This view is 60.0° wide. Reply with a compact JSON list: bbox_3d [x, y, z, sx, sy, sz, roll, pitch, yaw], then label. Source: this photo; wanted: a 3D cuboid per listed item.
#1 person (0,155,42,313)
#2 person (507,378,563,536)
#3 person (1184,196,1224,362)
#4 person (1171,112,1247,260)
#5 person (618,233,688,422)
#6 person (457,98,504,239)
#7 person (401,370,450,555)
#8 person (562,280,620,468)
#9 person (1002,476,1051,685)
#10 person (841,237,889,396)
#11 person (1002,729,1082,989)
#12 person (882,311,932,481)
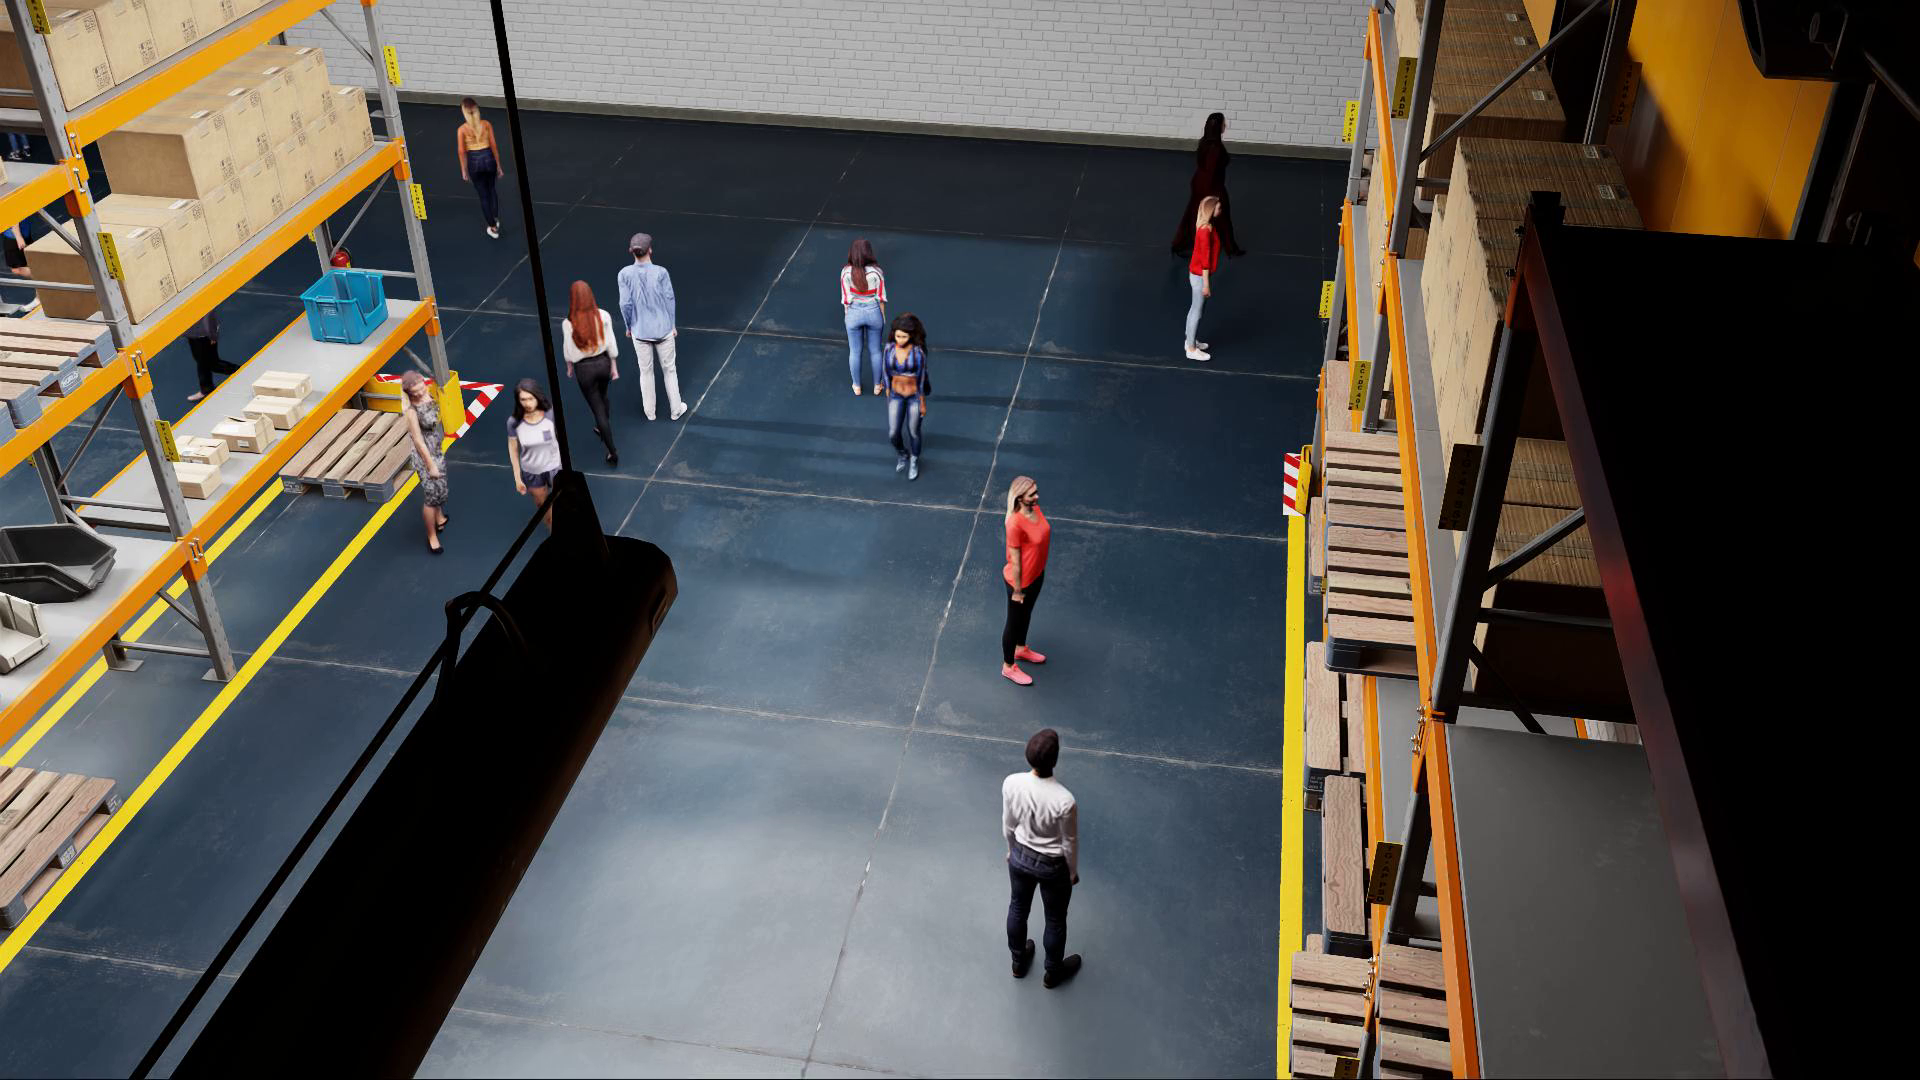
[{"bbox_3d":[-9.784,-3.264,17.413,0.940,1.856,0.898,-15,36,-21],"label":"person"},{"bbox_3d":[-3.400,-0.607,13.584,0.849,1.669,1.113,-7,34,-10],"label":"person"},{"bbox_3d":[2.410,-2.629,16.594,0.693,1.704,0.468,3,34,4],"label":"person"},{"bbox_3d":[2.660,-3.863,18.451,0.941,1.703,1.097,-4,34,-6],"label":"person"},{"bbox_3d":[-2.859,-1.972,15.441,0.695,1.888,0.638,-1,34,-1],"label":"person"},{"bbox_3d":[-5.465,-4.249,19.112,0.765,1.615,0.824,-19,38,-26],"label":"person"},{"bbox_3d":[-4.424,-0.731,13.766,0.848,1.675,0.535,-8,34,-11],"label":"person"},{"bbox_3d":[-3.220,-1.428,14.761,0.940,1.733,1.015,-20,38,-27],"label":"person"},{"bbox_3d":[0.463,0.265,12.250,0.697,1.694,0.535,13,36,19],"label":"person"},{"bbox_3d":[-0.917,-2.150,15.955,0.615,1.614,0.559,1,34,1],"label":"person"},{"bbox_3d":[0.464,1.863,9.688,0.693,1.869,0.691,17,37,24],"label":"person"},{"bbox_3d":[-0.442,-1.281,14.653,0.628,1.608,0.599,7,34,11],"label":"person"}]
